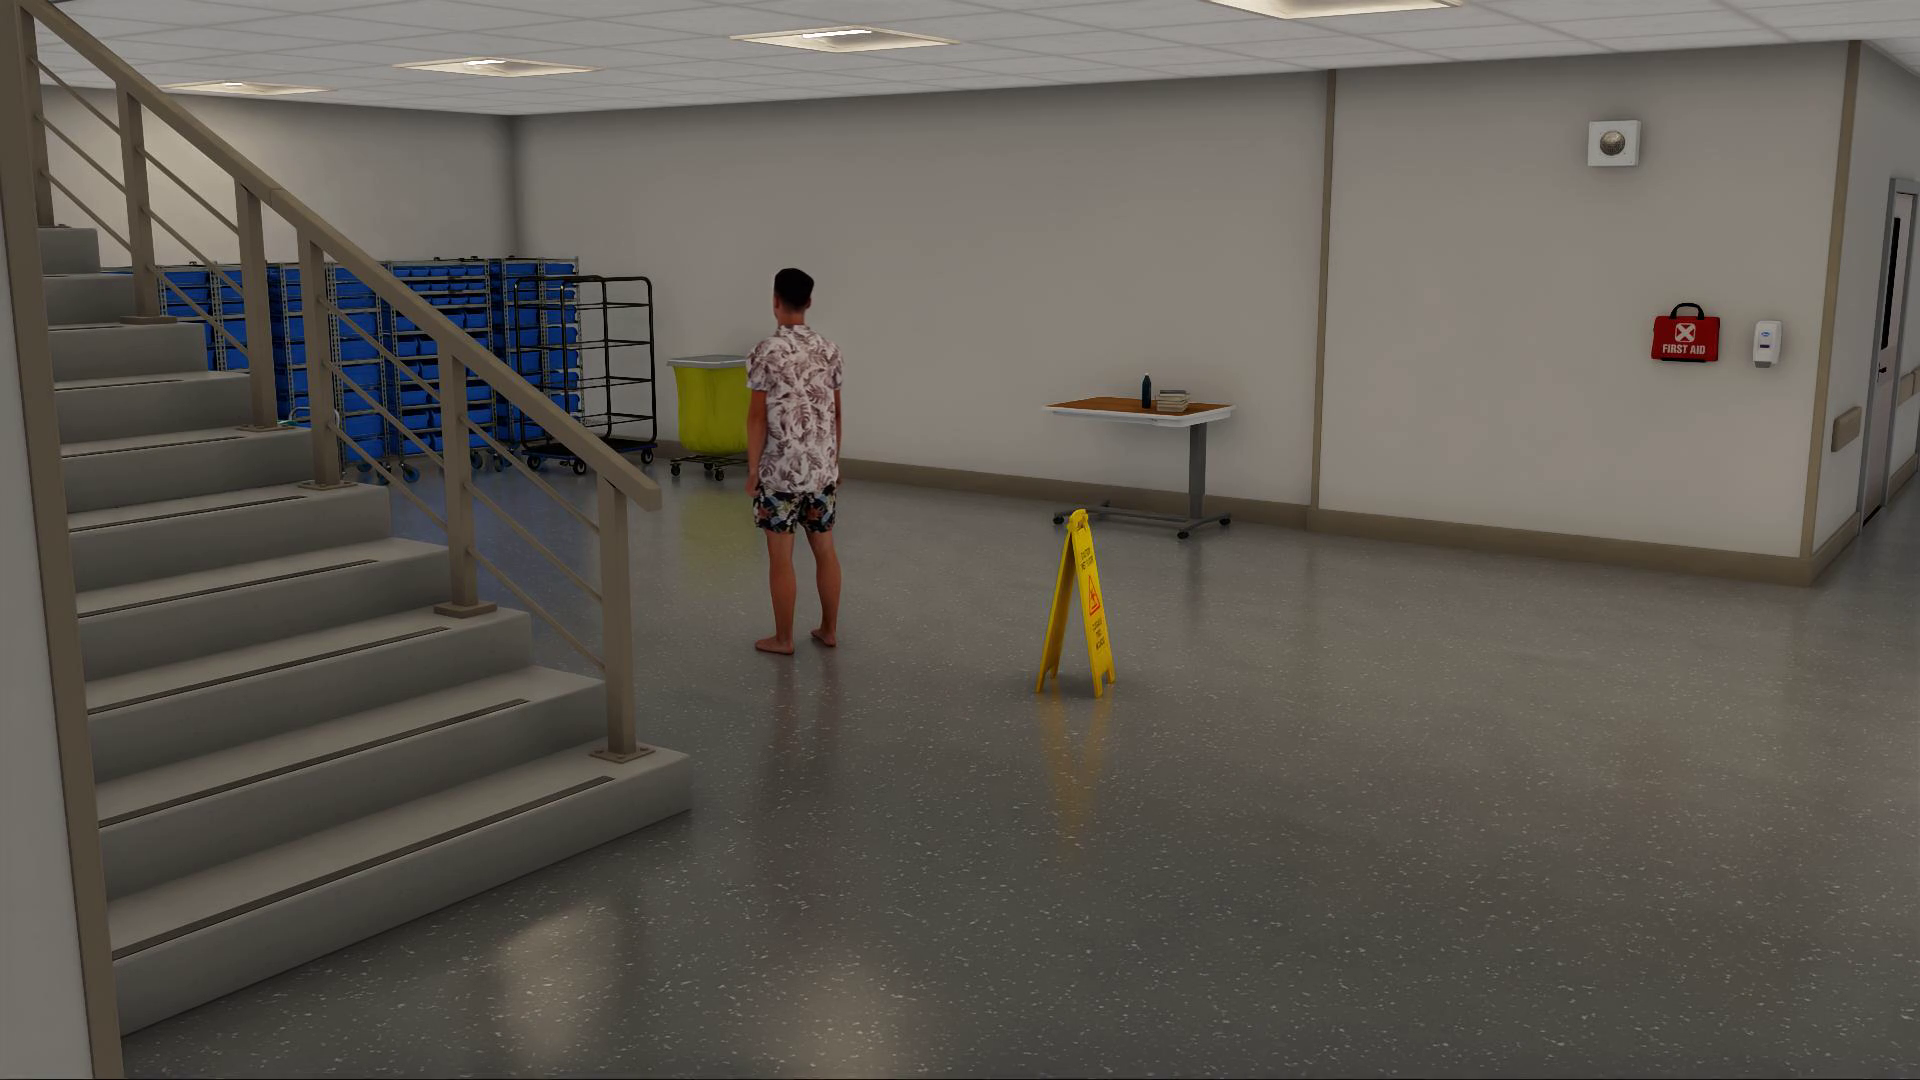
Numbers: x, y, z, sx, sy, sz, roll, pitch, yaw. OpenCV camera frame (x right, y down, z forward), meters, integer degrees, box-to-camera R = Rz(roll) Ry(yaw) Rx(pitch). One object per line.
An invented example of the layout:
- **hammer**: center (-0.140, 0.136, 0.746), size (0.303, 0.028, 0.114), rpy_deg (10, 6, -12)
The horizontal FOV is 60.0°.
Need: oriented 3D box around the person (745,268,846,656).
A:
- **person**: center (-0.771, -0.372, 7.891), size (0.734, 1.815, 0.692), rpy_deg (-7, 13, -34)
